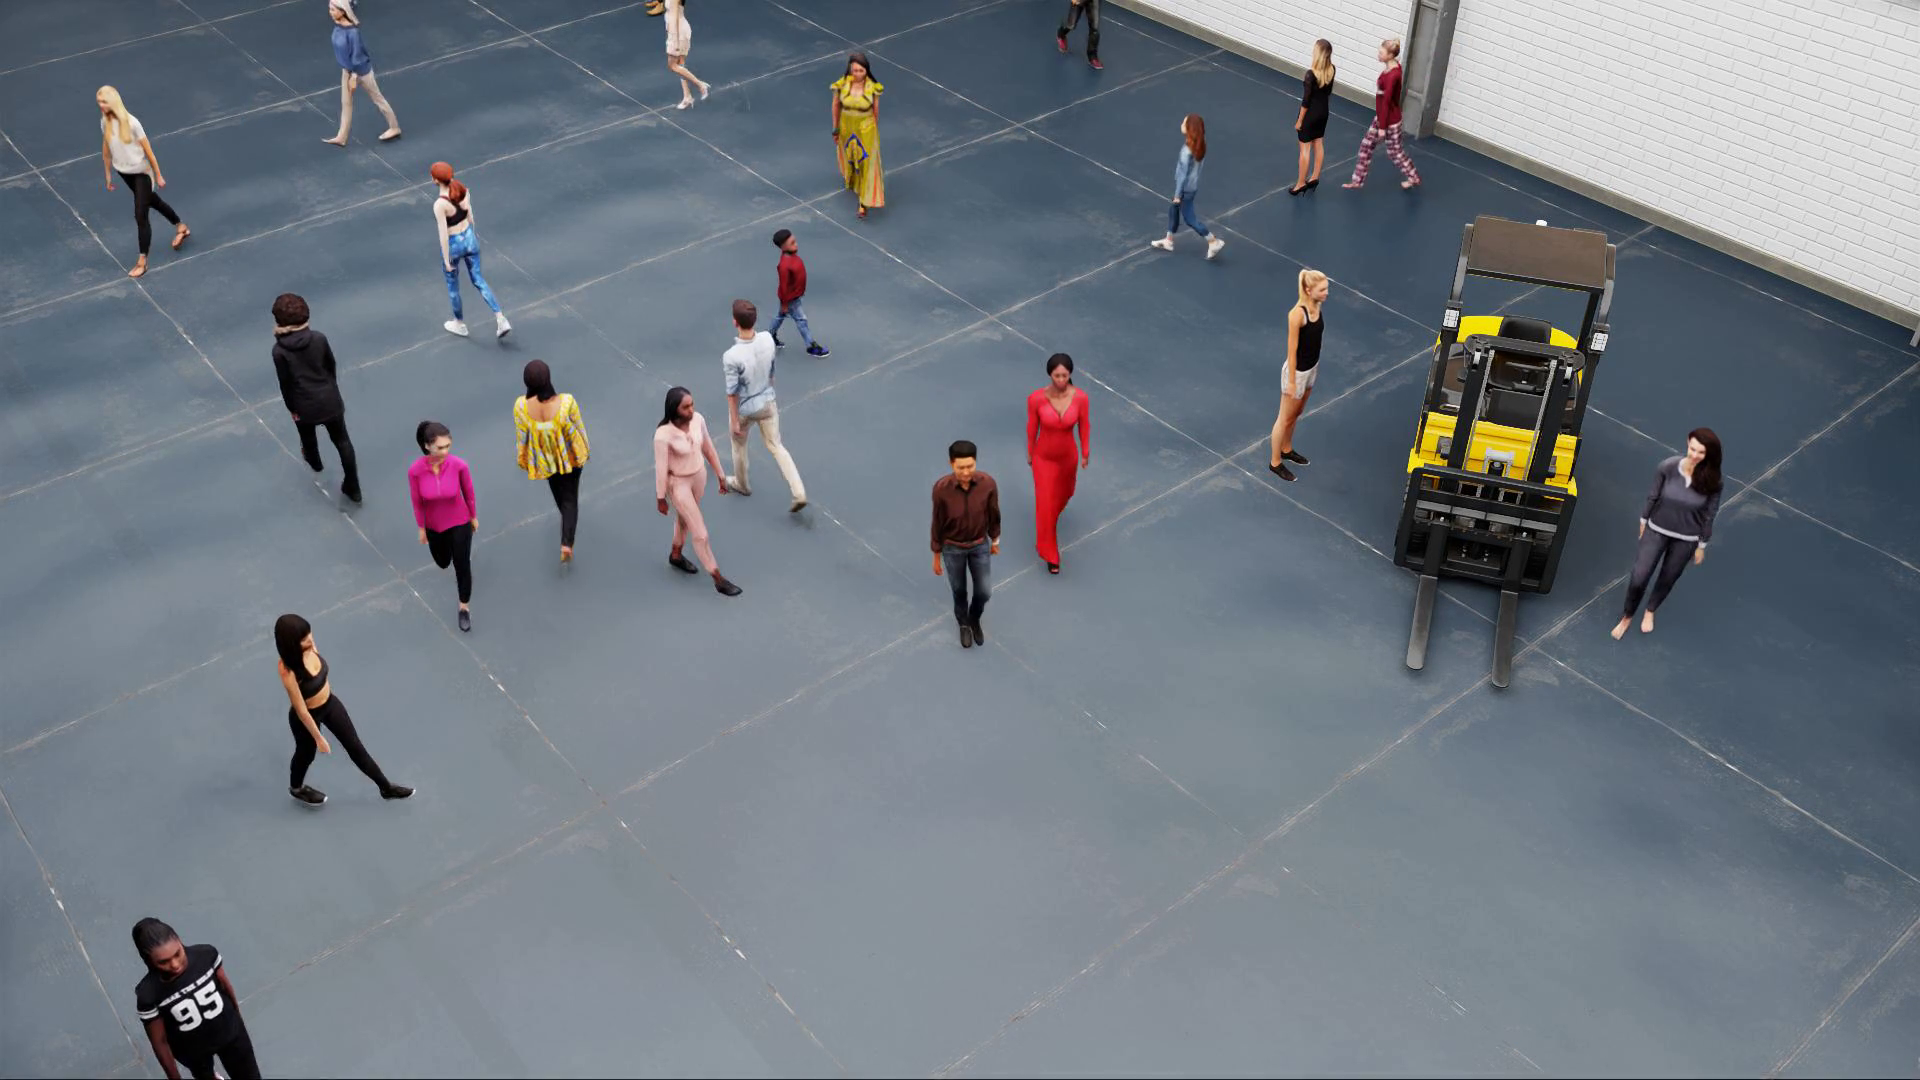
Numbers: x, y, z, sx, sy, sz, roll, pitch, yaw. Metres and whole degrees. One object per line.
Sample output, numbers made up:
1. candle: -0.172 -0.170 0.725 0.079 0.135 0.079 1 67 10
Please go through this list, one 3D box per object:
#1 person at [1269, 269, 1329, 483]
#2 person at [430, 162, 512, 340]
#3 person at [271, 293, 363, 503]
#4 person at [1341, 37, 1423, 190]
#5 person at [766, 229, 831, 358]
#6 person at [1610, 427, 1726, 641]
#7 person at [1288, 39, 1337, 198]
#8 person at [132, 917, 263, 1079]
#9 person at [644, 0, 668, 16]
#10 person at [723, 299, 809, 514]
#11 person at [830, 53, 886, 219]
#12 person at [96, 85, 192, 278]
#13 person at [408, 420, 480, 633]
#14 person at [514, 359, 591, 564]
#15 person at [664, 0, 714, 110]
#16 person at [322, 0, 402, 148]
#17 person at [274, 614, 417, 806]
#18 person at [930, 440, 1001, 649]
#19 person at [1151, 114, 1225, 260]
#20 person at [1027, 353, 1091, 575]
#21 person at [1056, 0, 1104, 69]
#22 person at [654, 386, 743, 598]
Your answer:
1. person: 2.706 -1.358 13.268 0.611 1.845 0.664 24 45 27
2. person: -4.391 -2.548 14.830 1.057 1.766 0.717 24 45 27
3. person: -4.988 -1.055 12.986 0.659 1.724 1.116 -25 45 -28
4. person: 4.499 -4.333 17.148 1.100 1.653 1.070 3 39 4
5. person: -1.569 -2.197 14.813 0.910 1.230 0.843 4 39 5
6. person: 5.045 -0.093 11.757 0.755 1.755 0.821 14 41 17
7. person: 3.650 -4.355 17.157 0.558 1.676 0.472 -25 45 -28
8. person: -3.917 2.528 8.540 1.213 1.675 0.738 29 47 32
9. person: -3.944 -7.584 21.173 0.835 1.710 0.704 -2 39 -2
10. person: -1.529 -0.989 12.826 0.632 1.822 1.105 -28 46 -30
11. person: -1.056 -4.223 17.057 1.222 1.606 1.324 1 39 1
12. person: -7.876 -3.530 16.046 1.203 1.773 1.139 10 40 12
13. person: -3.664 -0.167 11.924 0.880 1.672 1.054 -6 39 -7
14. person: -3.028 -0.567 12.460 1.083 1.619 1.182 0 39 -1
15. person: -3.084 -5.685 18.786 0.833 1.721 0.782 -3 39 -4
16. person: -6.469 -5.098 18.116 0.706 1.652 1.019 -29 47 -31
17. person: -4.105 1.100 10.388 1.135 1.600 1.012 7 39 9
18. person: 0.019 -0.013 11.646 0.761 1.768 0.778 -5 39 -6
19. person: 2.280 -3.402 16.145 1.053 1.450 0.866 13 40 16
20. person: 0.719 -0.652 12.462 1.003 1.759 1.168 -4 39 -5
21. person: 1.445 -6.580 19.870 0.806 1.777 1.147 -19 42 -22
22. person: -2.074 -0.404 12.200 1.097 1.689 0.844 23 44 26
